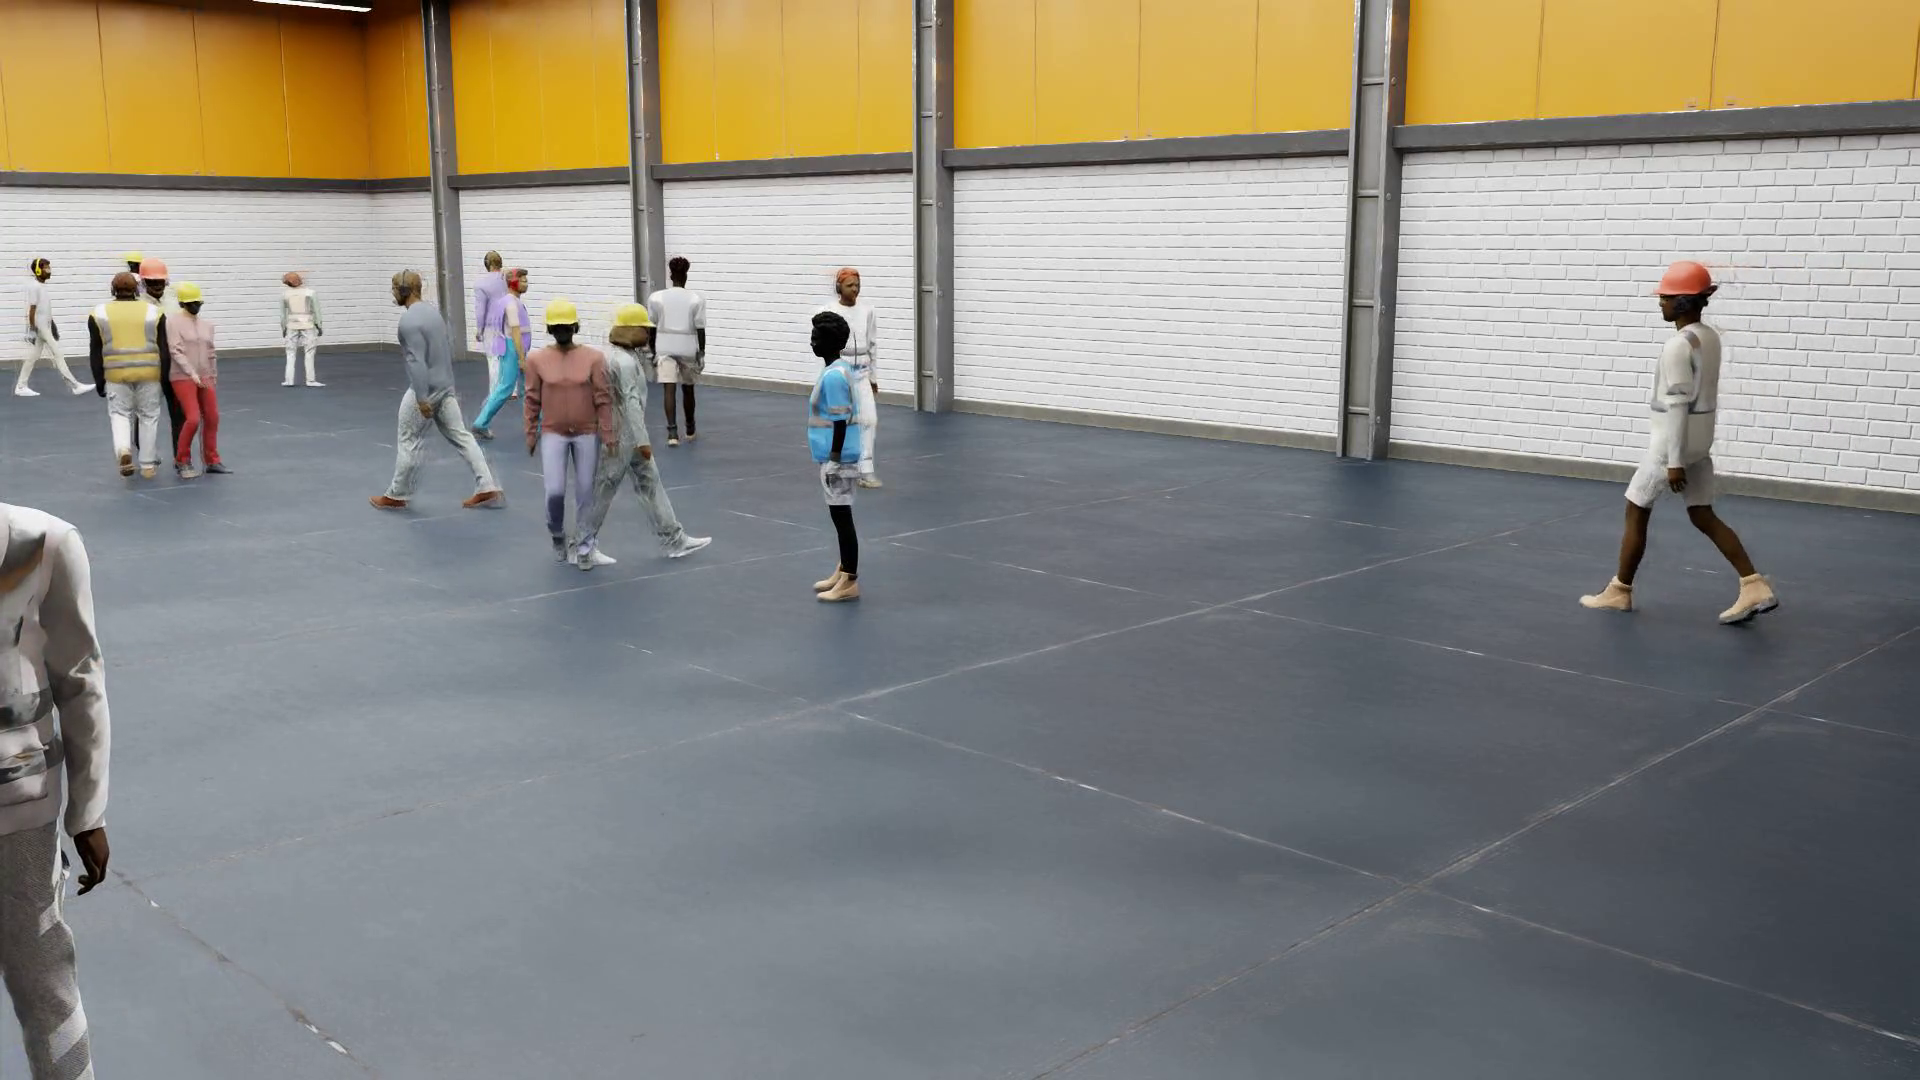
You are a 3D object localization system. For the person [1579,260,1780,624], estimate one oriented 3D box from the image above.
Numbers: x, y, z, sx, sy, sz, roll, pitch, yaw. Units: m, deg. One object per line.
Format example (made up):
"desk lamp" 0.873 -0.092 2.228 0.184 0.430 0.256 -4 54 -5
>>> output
"person" 4.023 -0.524 9.141 0.616 2.009 1.036 -10 14 -43

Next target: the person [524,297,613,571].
"person" -2.478 -0.662 10.558 0.534 1.752 0.386 -3 11 -16

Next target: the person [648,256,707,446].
"person" -2.903 -1.940 17.084 0.624 1.919 1.001 -1 10 -6

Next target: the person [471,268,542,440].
"person" -4.670 -1.937 17.368 0.956 1.805 0.583 -2 11 -9

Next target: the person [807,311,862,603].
"person" -0.733 -0.483 9.717 0.317 1.695 0.540 -1 10 -4

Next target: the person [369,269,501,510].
"person" -4.090 -1.151 12.900 1.020 1.884 0.629 1 10 8

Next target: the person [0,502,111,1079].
"person" -2.071 0.574 3.439 0.584 1.882 0.344 -2 11 -10

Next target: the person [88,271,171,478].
"person" -7.198 -1.421 14.475 0.633 1.825 0.542 -5 11 -24

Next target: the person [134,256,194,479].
"person" -7.145 -1.531 14.746 0.646 1.959 0.838 -9 14 -40

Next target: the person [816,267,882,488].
"person" -0.898 -1.355 14.021 0.628 1.856 0.743 -6 12 -30

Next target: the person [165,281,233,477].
"person" -6.725 -1.410 14.652 0.428 1.737 0.529 4 11 22

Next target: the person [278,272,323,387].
"person" -9.297 -2.945 23.375 0.610 1.616 0.343 -2 11 -10

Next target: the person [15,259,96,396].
"person" -12.147 -2.821 22.129 1.001 1.820 0.547 -4 11 -19

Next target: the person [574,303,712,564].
"person" -2.106 -0.681 10.802 0.910 1.691 0.509 -1 10 -8

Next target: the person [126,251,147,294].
"person" -11.634 -3.126 23.525 0.613 1.912 0.587 5 12 27

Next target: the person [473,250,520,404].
"person" -5.865 -2.690 21.098 0.368 1.938 0.632 10 14 43
